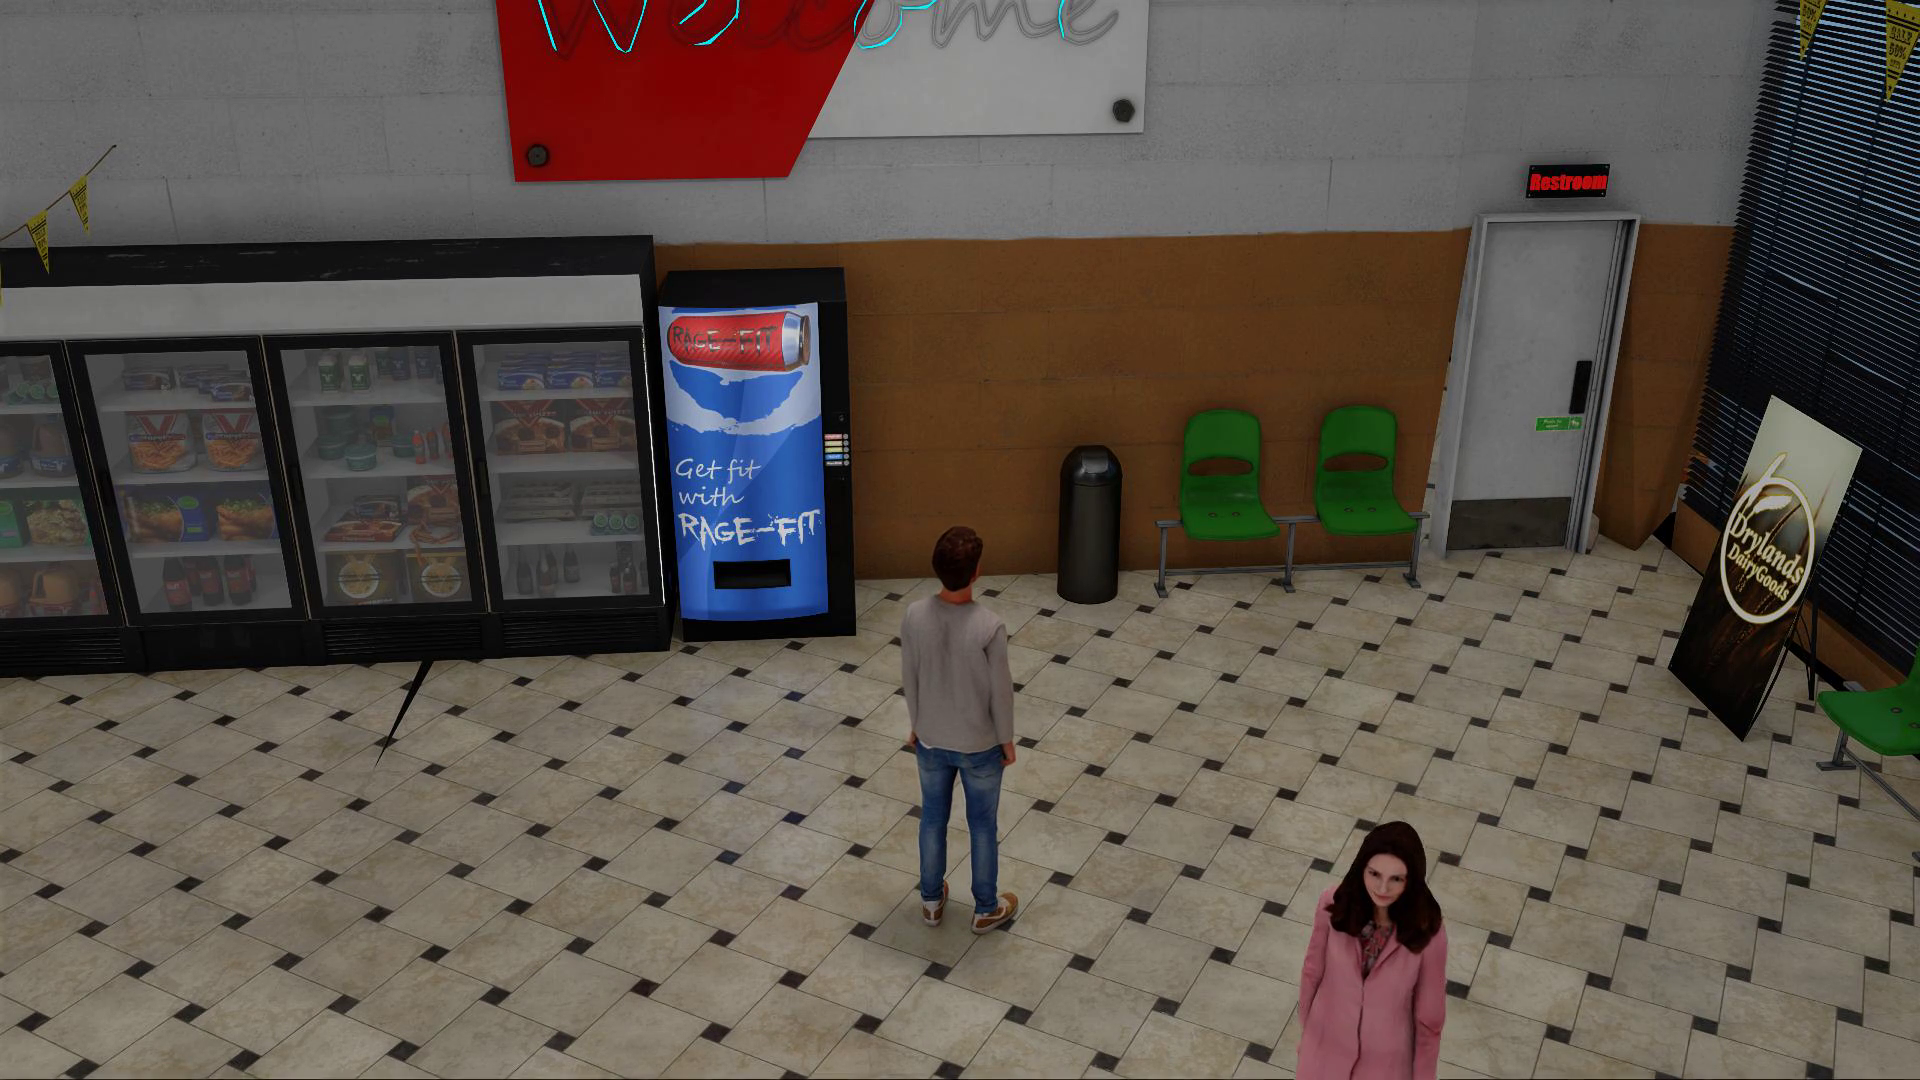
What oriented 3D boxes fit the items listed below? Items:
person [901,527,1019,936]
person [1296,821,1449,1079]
[{"bbox_3d":[-0.004,0.837,7.140,0.741,1.906,0.732,8,25,19],"label":"person"},{"bbox_3d":[1.348,1.639,5.472,0.890,1.774,1.029,10,26,22],"label":"person"}]
